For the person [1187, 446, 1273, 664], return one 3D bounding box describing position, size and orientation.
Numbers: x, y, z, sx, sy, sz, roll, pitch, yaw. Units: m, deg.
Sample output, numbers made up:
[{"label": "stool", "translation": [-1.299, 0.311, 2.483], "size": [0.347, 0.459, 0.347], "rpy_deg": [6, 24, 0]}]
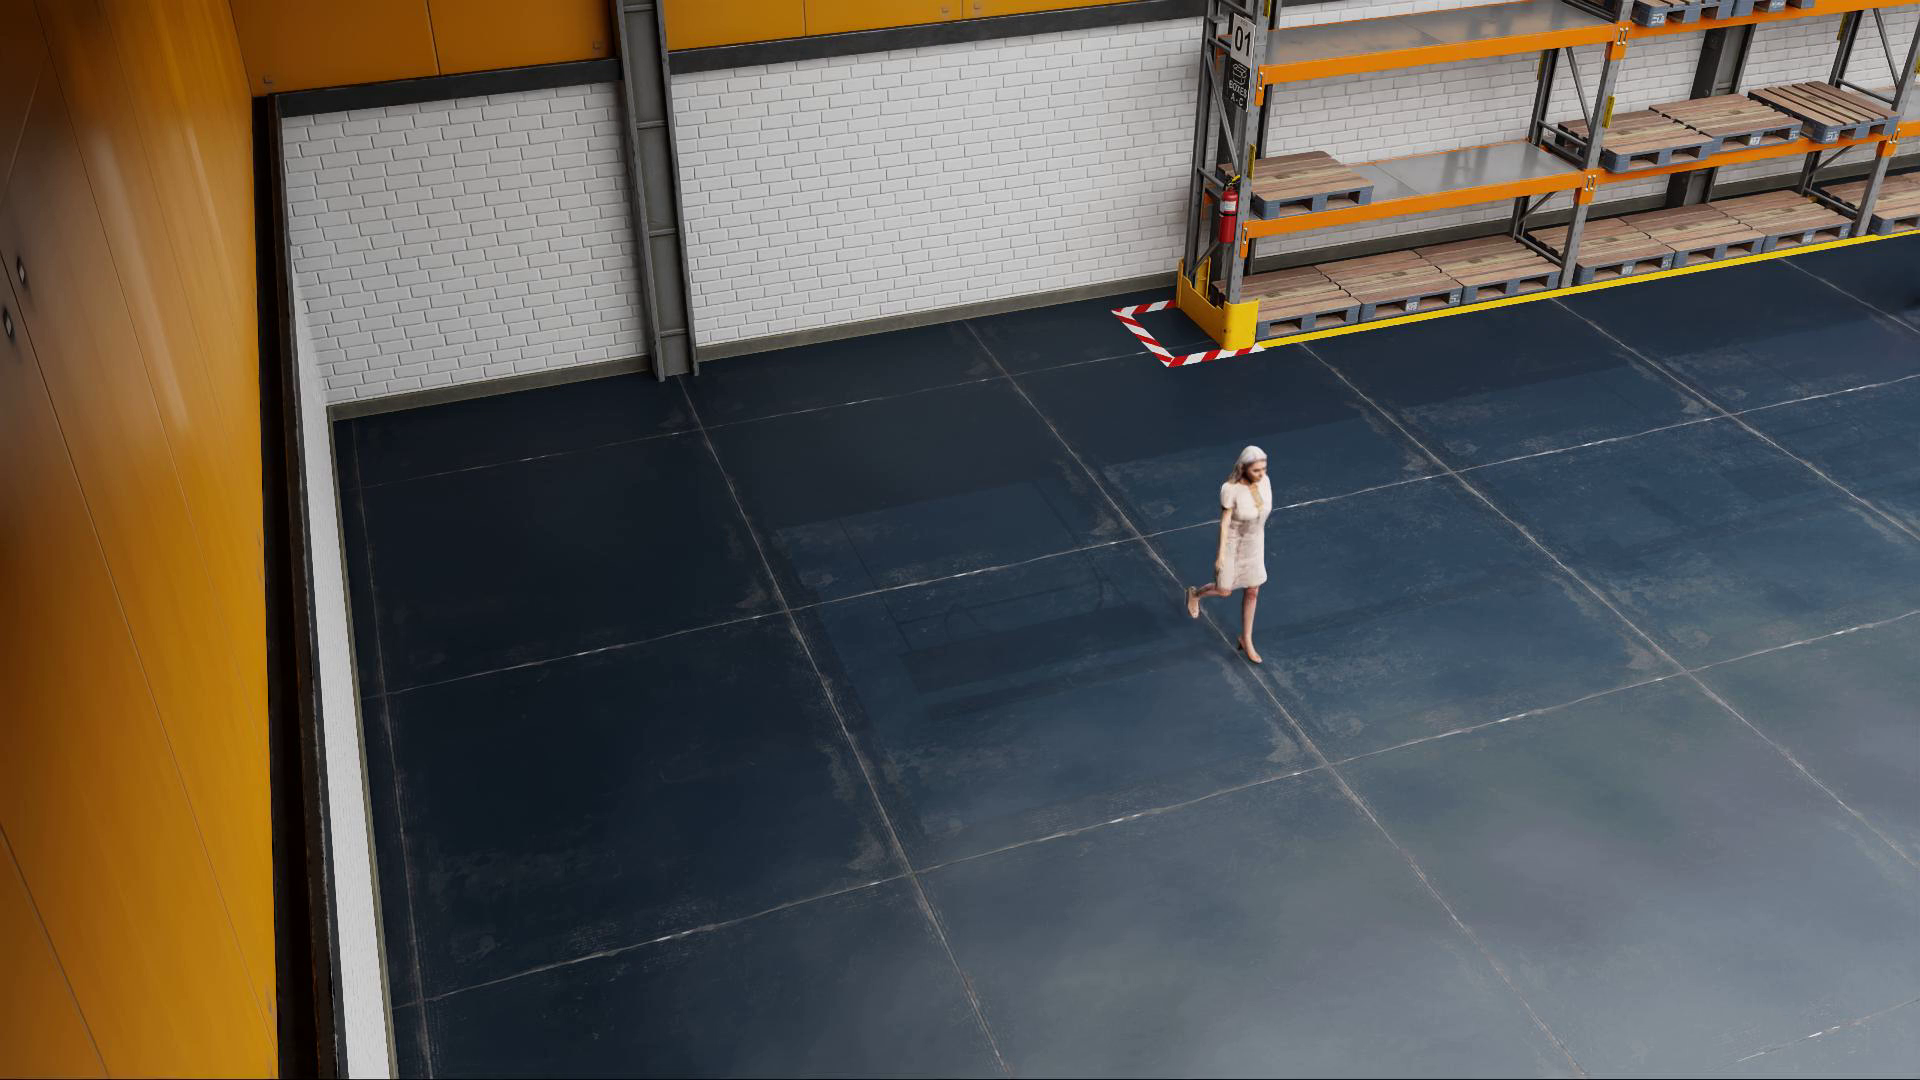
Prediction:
[{"label": "person", "translation": [1.974, 0.051, 12.026], "size": [1.009, 1.715, 0.830], "rpy_deg": [-21, 39, -28]}]
